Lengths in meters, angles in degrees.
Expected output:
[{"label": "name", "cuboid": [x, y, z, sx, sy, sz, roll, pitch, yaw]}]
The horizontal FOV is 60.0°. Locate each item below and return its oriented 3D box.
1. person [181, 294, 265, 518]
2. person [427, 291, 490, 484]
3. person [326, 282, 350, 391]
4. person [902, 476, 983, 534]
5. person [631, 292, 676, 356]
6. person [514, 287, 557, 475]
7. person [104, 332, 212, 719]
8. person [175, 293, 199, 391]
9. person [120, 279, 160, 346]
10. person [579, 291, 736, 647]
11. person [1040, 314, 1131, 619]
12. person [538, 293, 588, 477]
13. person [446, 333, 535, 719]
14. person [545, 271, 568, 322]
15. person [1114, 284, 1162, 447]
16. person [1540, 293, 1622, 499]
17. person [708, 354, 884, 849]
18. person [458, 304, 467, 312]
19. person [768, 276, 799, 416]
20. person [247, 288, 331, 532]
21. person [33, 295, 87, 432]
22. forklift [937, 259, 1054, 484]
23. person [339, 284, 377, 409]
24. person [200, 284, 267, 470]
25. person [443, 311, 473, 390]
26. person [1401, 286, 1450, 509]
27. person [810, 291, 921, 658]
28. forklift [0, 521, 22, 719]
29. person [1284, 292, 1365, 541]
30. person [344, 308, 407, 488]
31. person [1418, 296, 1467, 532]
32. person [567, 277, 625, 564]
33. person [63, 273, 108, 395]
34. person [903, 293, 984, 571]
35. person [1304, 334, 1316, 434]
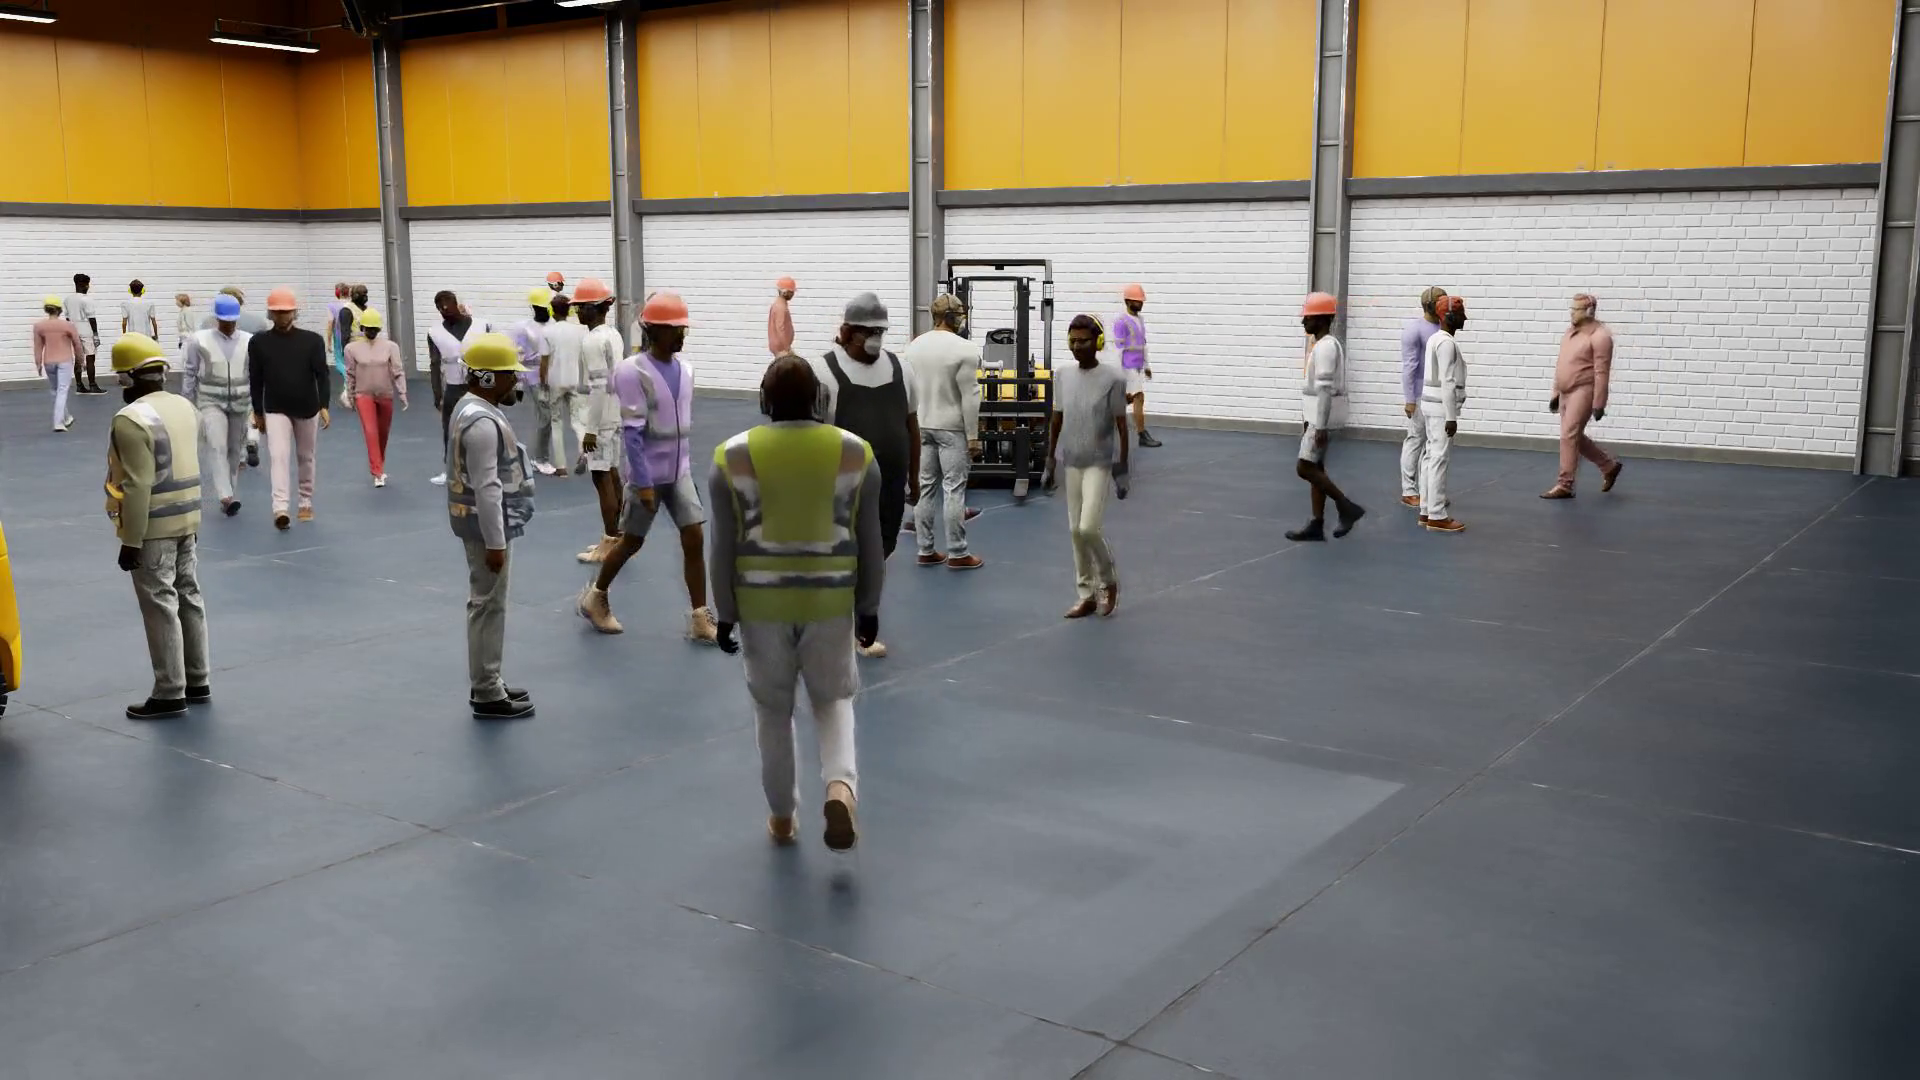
[{"label": "person", "cuboid": [-6.195, -1.123, 14.045, 0.657, 1.866, 1.013, -7, 12, -35]}, {"label": "person", "cuboid": [-4.776, -1.460, 16.064, 0.698, 1.878, 0.379, -3, 10, -17]}, {"label": "person", "cuboid": [-9.610, -3.119, 26.070, 0.654, 1.824, 0.579, 9, 13, 42]}, {"label": "person", "cuboid": [-0.150, -0.854, 13.312, 0.889, 1.583, 0.503, -7, 12, -36]}, {"label": "person", "cuboid": [-3.298, -1.752, 17.934, 0.531, 1.826, 0.483, -3, 10, -19]}, {"label": "person", "cuboid": [-4.181, -1.601, 16.831, 0.567, 1.901, 0.611, 6, 11, 30]}, {"label": "person", "cuboid": [-3.819, -0.067, 7.896, 0.404, 1.825, 0.600, 0, 10, 3]}, {"label": "person", "cuboid": [-12.814, -3.266, 27.550, 0.368, 1.625, 0.505, -5, 11, -29]}, {"label": "person", "cuboid": [-12.975, -3.182, 26.326, 0.534, 1.868, 0.309, -5, 11, -27]}, {"label": "person", "cuboid": [-1.764, -0.406, 9.438, 1.014, 2.007, 0.610, 7, 12, 35]}, {"label": "person", "cuboid": [0.743, -0.430, 10.011, 0.518, 1.850, 0.405, 8, 12, 38]}, {"label": "person", "cuboid": [-3.891, -1.518, 16.505, 0.573, 1.844, 0.639, -6, 11, -31]}, {"label": "person", "cuboid": [-2.214, -0.063, 7.888, 0.403, 1.826, 0.591, -3, 10, -19]}, {"label": "person", "cuboid": [-6.417, -3.271, 26.470, 0.375, 1.997, 0.612, -3, 10, -19]}, {"label": "person", "cuboid": [1.948, -2.049, 19.495, 0.912, 1.909, 0.553, 6, 11, 30]}, {"label": "person", "cuboid": [5.713, -1.311, 15.166, 0.806, 1.880, 0.648, -1, 10, -8]}, {"label": "person", "cuboid": [-0.585, 0.250, 6.016, 0.632, 1.830, 0.608, -2, 10, -10]}, {"label": "person", "cuboid": [-6.138, -2.090, 20.510, 0.310, 1.636, 0.523, -7, 12, -36]}, {"label": "person", "cuboid": [-2.379, -2.657, 22.955, 0.672, 1.948, 0.692, -2, 10, -11]}, {"label": "person", "cuboid": [-5.417, -1.059, 13.466, 0.616, 1.932, 1.054, -3, 10, -19]}, {"label": "person", "cuboid": [-11.507, -2.256, 21.268, 0.529, 1.719, 0.919, -1, 10, -5]}, {"label": "forklift", "cuboid": [0.370, -1.738, 16.759, 1.214, 2.155, 2.313, 1, 10, 3]}, {"label": "person", "cuboid": [-8.631, -2.764, 23.950, 0.448, 1.831, 0.627, 2, 10, 14]}, {"label": "person", "cuboid": [-7.412, -1.655, 17.063, 0.648, 1.926, 0.561, -5, 11, -27]}, {"label": "person", "cuboid": [-5.259, -1.617, 17.712, 0.379, 1.622, 0.541, 8, 12, 38]}, {"label": "person", "cuboid": [4.109, -1.246, 14.581, 0.635, 1.939, 0.359, -7, 12, -38]}, {"label": "person", "cuboid": [-0.569, -0.421, 9.372, 0.687, 2.000, 0.922, -5, 11, -26]}, {"label": "forklift", "cuboid": [-5.296, -0.090, 6.943, 1.214, 2.155, 2.313, 7, 12, 35]}, {"label": "person", "cuboid": [2.787, -0.924, 12.708, 0.501, 1.925, 0.571, 2, 10, 12]}, {"label": "person", "cuboid": [-5.703, -1.405, 16.209, 0.535, 1.716, 0.909, -5, 11, -26]}, {"label": "person", "cuboid": [3.890, -1.014, 13.369, 0.355, 1.883, 0.573, 1, 10, 4]}, {"label": "person", "cuboid": [-2.598, -0.849, 11.911, 0.379, 2.041, 0.616, 0, 10, 2]}, {"label": "person", "cuboid": [-14.149, -3.319, 26.871, 0.604, 1.959, 0.378, 4, 10, 21]}, {"label": "person", "cuboid": [-0.117, -0.751, 11.648, 0.629, 1.937, 0.377, 8, 12, 38]}, {"label": "person", "cuboid": [4.157, -1.914, 19.318, 0.319, 1.690, 0.539, 1, 10, 6]}]
